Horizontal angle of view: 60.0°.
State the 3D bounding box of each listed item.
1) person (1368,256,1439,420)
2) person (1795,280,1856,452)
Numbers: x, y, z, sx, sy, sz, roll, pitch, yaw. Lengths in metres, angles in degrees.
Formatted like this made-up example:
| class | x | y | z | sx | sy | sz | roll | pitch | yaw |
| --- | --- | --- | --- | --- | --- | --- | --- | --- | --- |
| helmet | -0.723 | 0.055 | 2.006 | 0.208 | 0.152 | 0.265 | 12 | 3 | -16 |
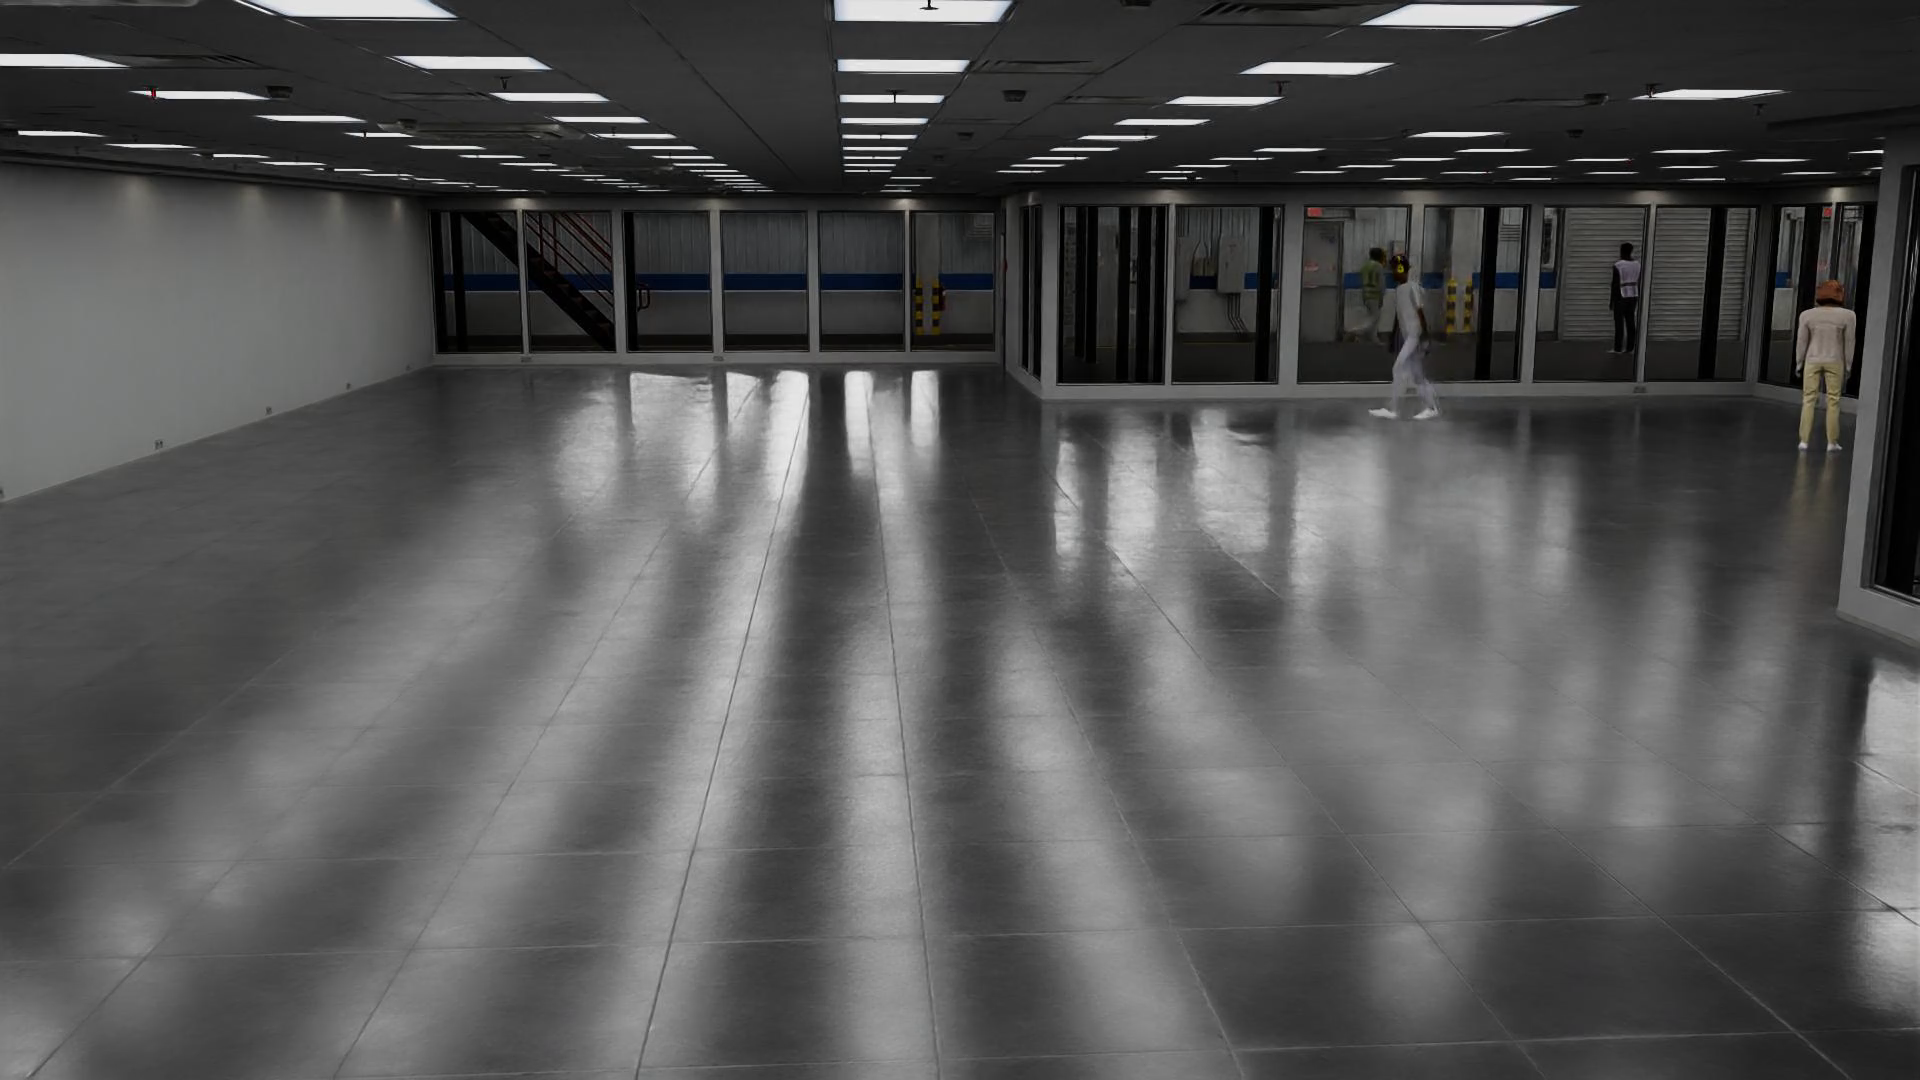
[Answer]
| class | x | y | z | sx | sy | sz | roll | pitch | yaw |
| --- | --- | --- | --- | --- | --- | --- | --- | --- | --- |
| person | 4.961 | -2.237 | 18.495 | 0.919 | 1.818 | 0.544 | 0 | 11 | -2 |
| person | 8.238 | -1.657 | 15.859 | 0.498 | 1.633 | 0.284 | 7 | 13 | 35 |
